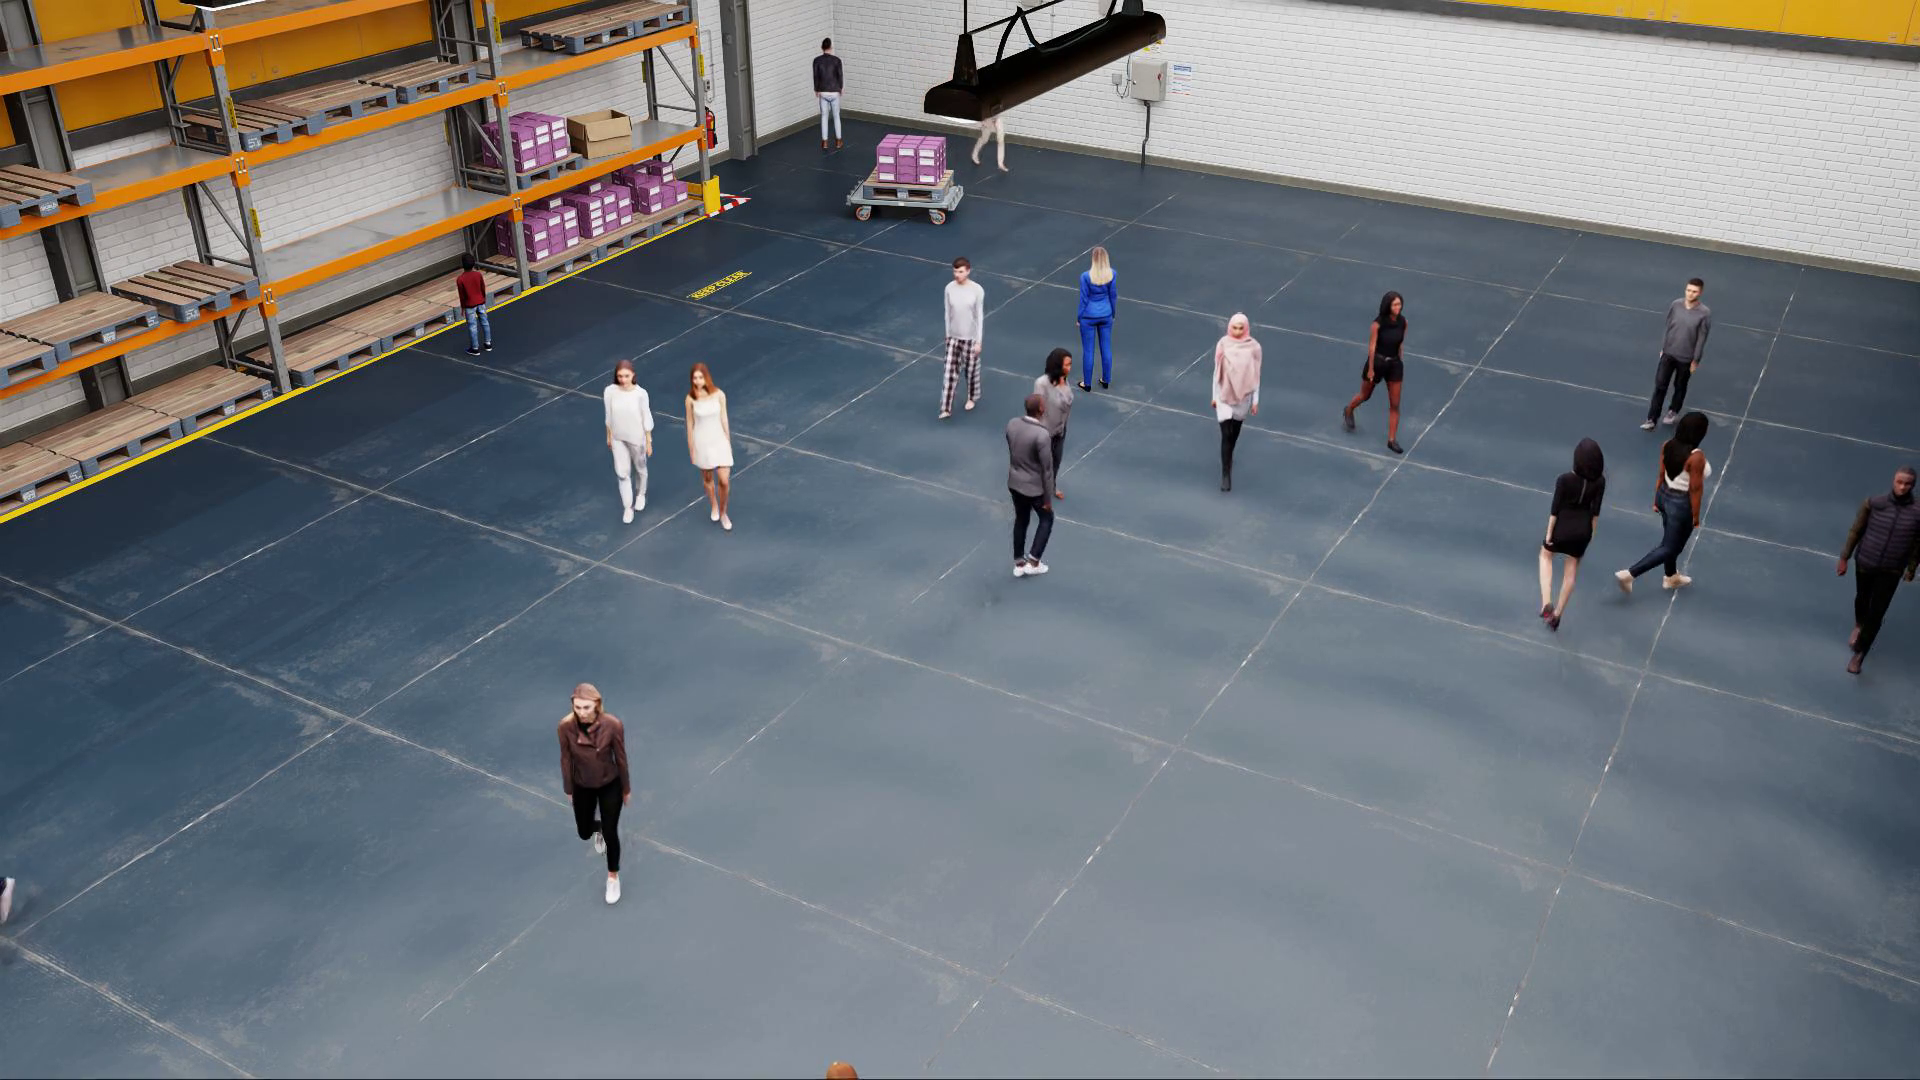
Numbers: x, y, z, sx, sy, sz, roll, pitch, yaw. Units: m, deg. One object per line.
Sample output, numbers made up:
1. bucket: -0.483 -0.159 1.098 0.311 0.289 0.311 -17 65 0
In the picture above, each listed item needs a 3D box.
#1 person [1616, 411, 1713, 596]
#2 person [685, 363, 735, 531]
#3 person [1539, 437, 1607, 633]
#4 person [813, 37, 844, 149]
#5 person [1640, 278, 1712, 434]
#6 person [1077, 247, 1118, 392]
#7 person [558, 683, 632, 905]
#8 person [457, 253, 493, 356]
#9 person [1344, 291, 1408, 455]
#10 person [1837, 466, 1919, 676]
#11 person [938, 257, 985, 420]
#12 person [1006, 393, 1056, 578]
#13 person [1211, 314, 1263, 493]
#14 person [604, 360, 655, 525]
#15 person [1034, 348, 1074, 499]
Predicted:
1. person: 6.327 -0.280 14.838 1.145 1.785 1.113 -7 29 -12
2. person: -2.443 -0.970 16.199 0.785 1.692 0.859 -4 29 -7
3. person: 5.261 0.014 14.297 0.710 1.786 0.740 2 29 4
4. person: -2.215 -7.558 28.125 0.740 1.836 0.742 -1 29 -1
5. person: 7.863 -2.022 18.097 0.756 1.722 1.136 22 36 35
6. person: 1.567 -2.540 19.069 0.690 1.700 0.763 -9 30 -17
7. person: -2.470 1.654 11.389 0.868 1.691 0.975 -2 29 -4
8. person: -5.883 -2.867 20.132 0.496 1.256 0.614 -25 38 -38
9. person: 4.463 -1.839 17.781 1.159 1.703 1.164 -9 30 -17
10. person: 7.730 0.195 13.966 0.763 1.784 1.172 18 33 29
11. person: 0.087 -2.273 18.458 0.793 1.817 1.131 8 30 15
12. person: 0.569 -0.454 15.137 0.812 1.804 0.720 24 37 36
13. person: 2.812 -1.465 17.037 0.950 1.759 1.256 4 29 7
14. person: -3.250 -1.040 16.362 0.912 1.659 1.018 0 29 0
15. person: 0.833 -1.185 16.703 0.780 1.587 0.785 24 37 37
